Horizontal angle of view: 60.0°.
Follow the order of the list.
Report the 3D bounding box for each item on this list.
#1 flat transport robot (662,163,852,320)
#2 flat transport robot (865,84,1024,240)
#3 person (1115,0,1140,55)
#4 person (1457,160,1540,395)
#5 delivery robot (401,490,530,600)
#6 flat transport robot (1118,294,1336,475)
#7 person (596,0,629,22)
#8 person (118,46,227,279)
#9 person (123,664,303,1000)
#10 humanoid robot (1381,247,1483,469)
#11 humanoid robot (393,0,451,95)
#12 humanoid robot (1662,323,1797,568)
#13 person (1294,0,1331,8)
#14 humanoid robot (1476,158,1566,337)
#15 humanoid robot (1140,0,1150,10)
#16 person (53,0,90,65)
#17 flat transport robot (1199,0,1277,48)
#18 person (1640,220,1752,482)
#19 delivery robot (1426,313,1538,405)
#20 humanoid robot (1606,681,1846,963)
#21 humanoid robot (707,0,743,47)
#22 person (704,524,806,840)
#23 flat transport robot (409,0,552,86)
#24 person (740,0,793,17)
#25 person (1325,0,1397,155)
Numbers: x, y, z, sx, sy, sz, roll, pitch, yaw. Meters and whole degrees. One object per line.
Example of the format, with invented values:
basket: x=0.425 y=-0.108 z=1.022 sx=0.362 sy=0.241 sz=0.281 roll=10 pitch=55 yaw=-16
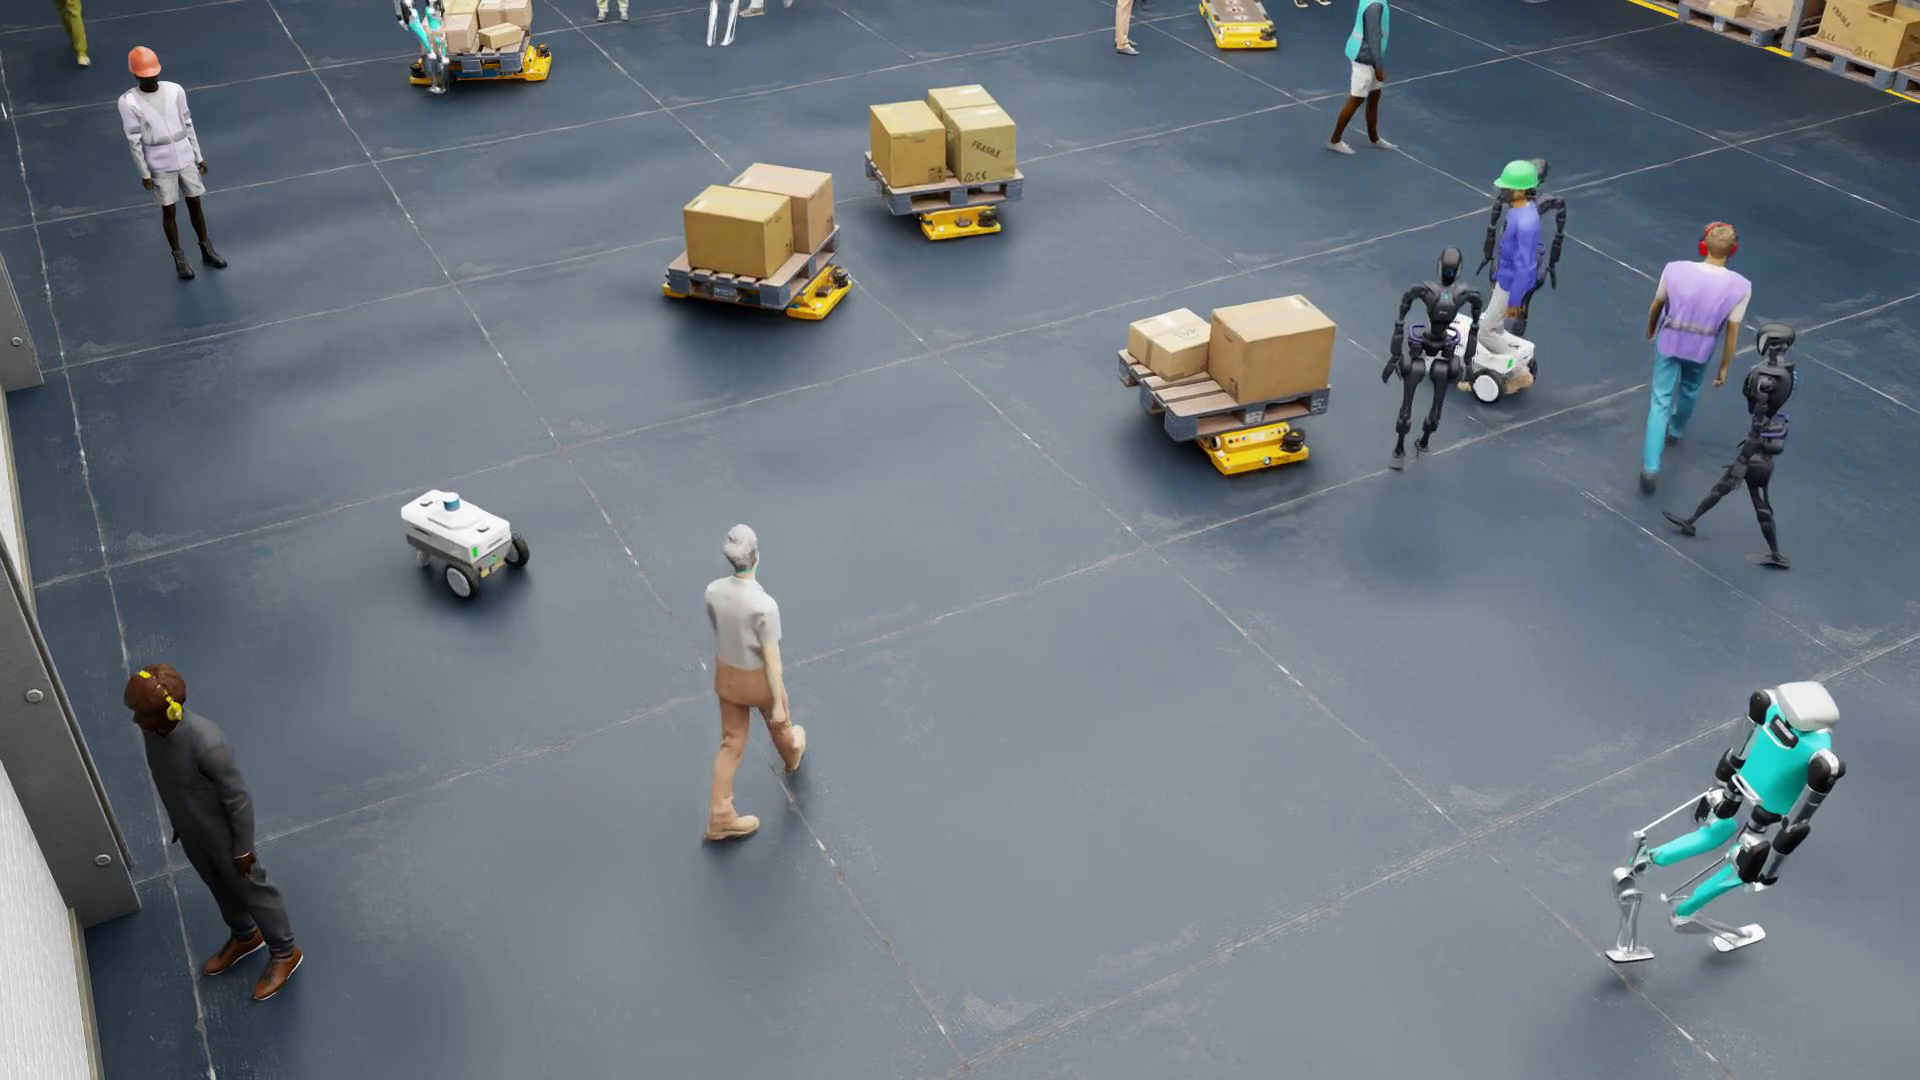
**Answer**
flat transport robot: x=-1.676 y=-2.135 z=13.764 sx=1.431 sy=0.231 sz=0.659 roll=11 pitch=37 yaw=16
flat transport robot: x=-0.159 y=-3.129 z=15.183 sx=0.659 sy=0.231 sz=1.431 roll=-10 pitch=36 yaw=-14
person: x=1.872 y=-6.240 z=18.397 sx=0.358 sy=1.676 sz=0.464 roll=1 pitch=35 yaw=2
person: x=3.954 y=-1.854 z=11.983 sx=0.452 sy=1.853 sz=0.499 roll=7 pitch=36 yaw=10
delivery robot: x=-3.136 y=-0.022 z=10.497 sx=0.766 sy=0.594 sz=0.529 roll=21 pitch=40 yaw=27
flat transport robot: x=1.891 y=-0.953 z=12.077 sx=0.659 sy=0.231 sz=1.431 roll=-12 pitch=37 yaw=-16
person: x=-4.139 y=-6.934 z=19.265 sx=0.566 sy=1.827 sz=0.424 roll=-4 pitch=35 yaw=-6
person: x=-6.497 y=-3.114 z=13.710 sx=0.361 sy=1.933 sz=0.552 roll=28 pitch=43 yaw=33
person: x=-3.357 y=1.297 z=7.466 sx=0.501 sy=1.872 sz=0.336 roll=18 pitch=39 yaw=24
humanoid robot: x=3.195 y=-1.242 z=11.285 sx=0.612 sy=1.657 sz=0.407 roll=4 pitch=35 yaw=6
humanoid robot: x=-5.497 y=-5.381 z=17.143 sx=0.531 sy=1.806 sz=0.791 roll=-22 pitch=40 yaw=-28
humanoid robot: x=4.968 y=-0.599 z=10.390 sx=0.815 sy=1.616 sz=0.591 roll=17 pitch=39 yaw=23
person: x=4.291 y=-7.344 z=19.723 sx=0.601 sy=1.966 sz=0.367 roll=-12 pitch=37 yaw=-16
humanoid robot: x=4.204 y=-2.094 z=12.475 sx=0.587 sy=1.651 sz=0.409 roll=10 pitch=36 yaw=14
humanoid robot: x=2.172 y=-7.131 z=19.672 sx=0.608 sy=1.654 sz=0.309 roll=14 pitch=37 yaw=19
person: x=-9.840 y=-6.152 z=18.176 sx=0.542 sy=1.789 sz=0.981 roll=-12 pitch=37 yaw=-16
flat transport robot: x=3.222 y=-6.035 z=19.332 sx=0.659 sy=0.231 sz=1.431 roll=-1 pitch=35 yaw=-2
person: x=4.917 y=-1.300 z=11.242 sx=0.561 sy=1.786 sz=0.979 roll=11 pitch=36 yaw=15
delivery robot: x=3.925 y=-1.391 z=12.469 sx=0.499 sy=0.613 sz=0.811 roll=-27 pitch=43 yaw=-33
humanoid robot: x=3.360 y=1.381 z=7.502 sx=1.042 sy=1.752 sz=0.559 roll=-8 pitch=36 yaw=-11
humanoid robot: x=-2.692 y=-6.411 z=18.605 sx=0.548 sy=1.812 sz=0.664 roll=10 pitch=36 yaw=13
person: x=-1.045 y=0.714 z=8.470 sx=0.535 sy=1.674 sz=0.894 roll=18 pitch=39 yaw=24
flat transport robot: x=-5.212 y=-5.178 z=18.109 sx=1.431 sy=0.231 sz=0.659 roll=-3 pitch=35 yaw=-5
person: x=-2.316 y=-7.059 z=19.400 sx=0.597 sy=1.870 sz=0.603 roll=-15 pitch=38 yaw=-21
person: x=3.943 y=-4.621 z=15.889 sx=0.678 sy=1.925 sz=0.557 roll=10 pitch=36 yaw=14
